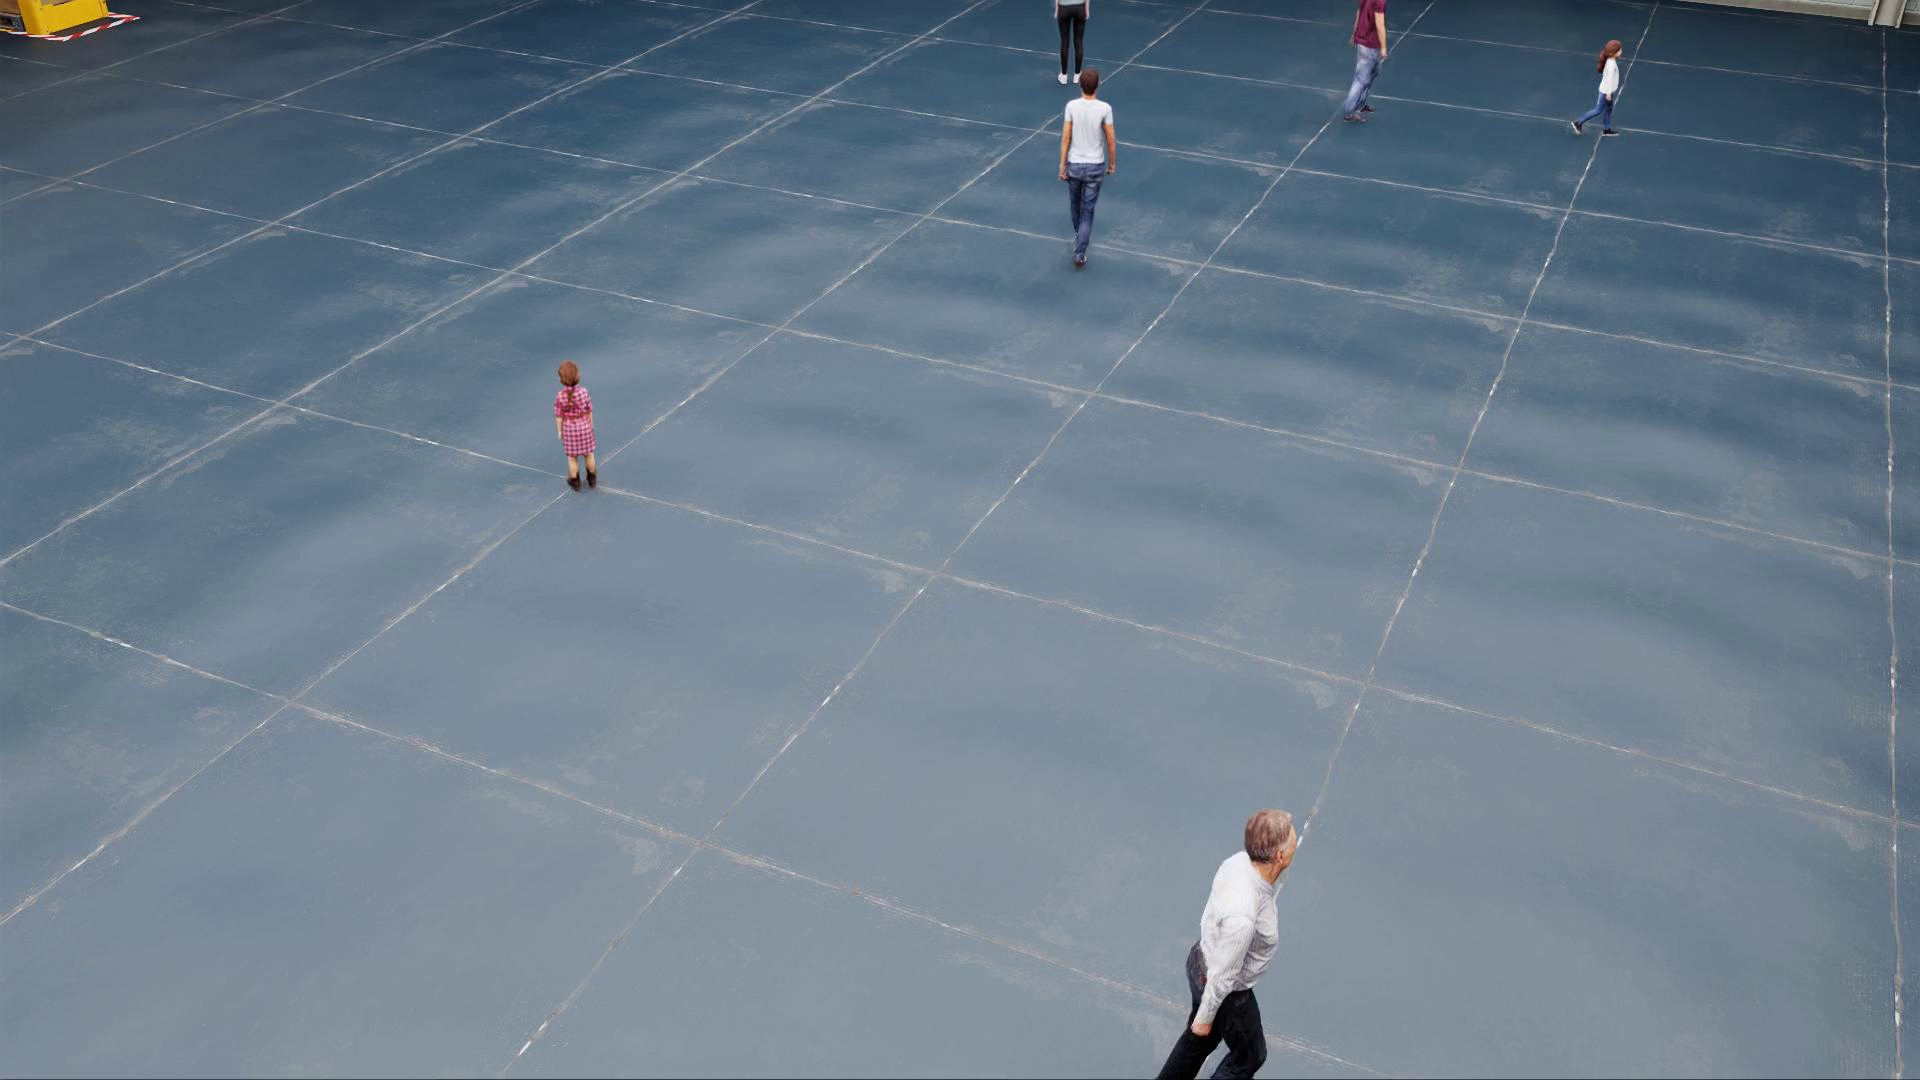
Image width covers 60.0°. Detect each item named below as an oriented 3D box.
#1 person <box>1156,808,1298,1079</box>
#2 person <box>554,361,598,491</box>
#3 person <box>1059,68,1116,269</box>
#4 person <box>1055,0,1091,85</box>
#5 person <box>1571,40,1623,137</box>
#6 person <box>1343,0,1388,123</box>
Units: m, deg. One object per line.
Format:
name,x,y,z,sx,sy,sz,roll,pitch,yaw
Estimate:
person,1.076,1.921,7.182,0.883,1.774,0.813,6,33,10
person,-2.840,-0.847,12.275,0.503,1.020,0.556,-13,35,-20
person,1.176,-3.463,15.665,1.129,1.829,0.891,6,33,10
person,1.385,-6.557,20.650,0.611,1.743,0.728,0,32,0
person,7.355,-5.162,19.044,0.787,1.096,0.501,9,33,15
person,4.656,-5.769,19.318,0.923,1.832,0.874,-6,33,-10
